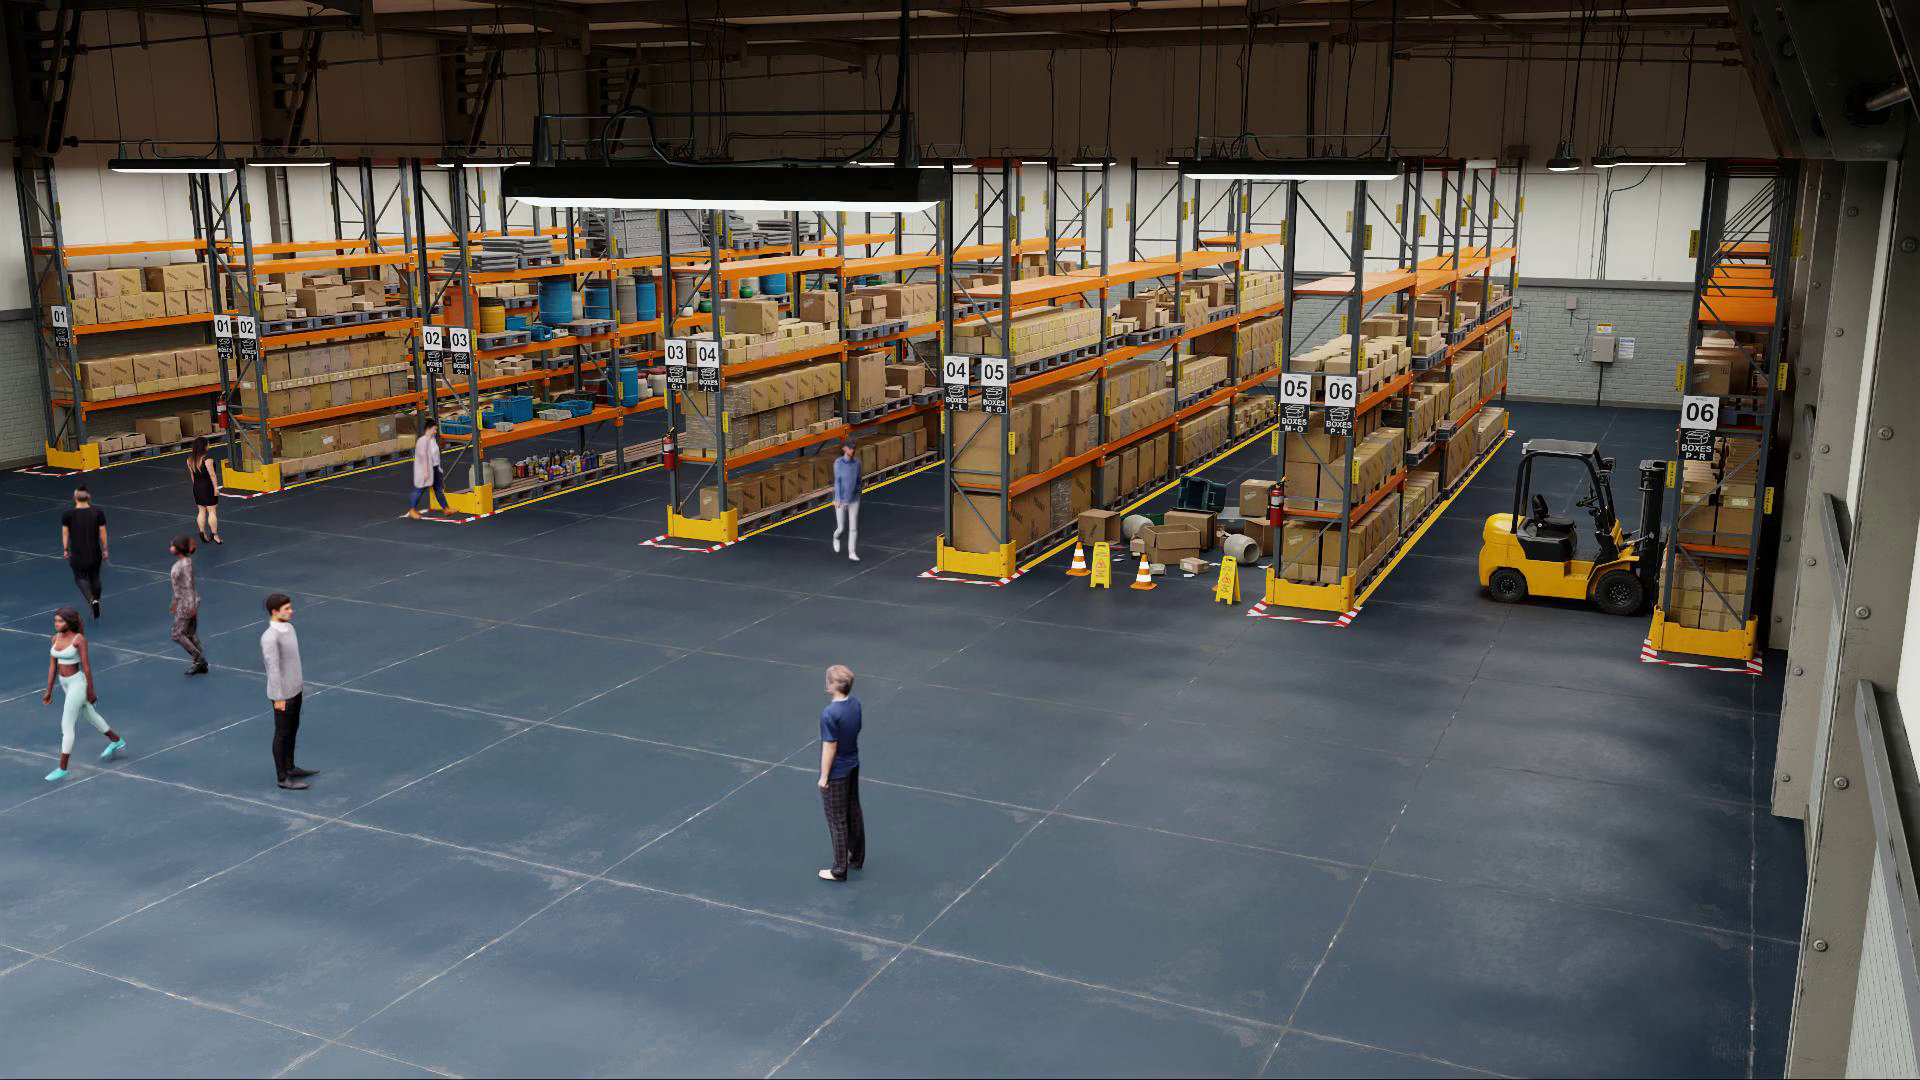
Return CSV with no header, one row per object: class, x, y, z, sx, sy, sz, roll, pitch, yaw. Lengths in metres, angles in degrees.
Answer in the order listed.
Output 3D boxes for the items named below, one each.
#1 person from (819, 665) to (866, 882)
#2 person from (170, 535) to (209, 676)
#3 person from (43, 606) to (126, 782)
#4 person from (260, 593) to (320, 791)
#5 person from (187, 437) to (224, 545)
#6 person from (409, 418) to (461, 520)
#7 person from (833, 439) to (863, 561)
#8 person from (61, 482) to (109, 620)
person,-1.008,1.961,14.149,0.736,1.870,0.510,8,15,30
person,-9.045,0.770,19.667,0.758,1.703,0.704,-7,15,-27
person,-8.771,1.487,16.619,0.572,1.680,1.172,6,14,25
person,-6.598,1.453,16.230,0.895,1.922,0.756,-1,13,-4
person,-11.955,-0.784,26.343,0.653,1.718,0.602,5,14,21
person,-9.075,-1.175,28.078,0.960,1.698,1.107,3,13,13
person,-1.746,-0.628,25.344,0.967,1.864,1.003,-6,14,-25
person,-11.533,0.165,21.962,1.050,1.845,1.008,-10,16,-37
